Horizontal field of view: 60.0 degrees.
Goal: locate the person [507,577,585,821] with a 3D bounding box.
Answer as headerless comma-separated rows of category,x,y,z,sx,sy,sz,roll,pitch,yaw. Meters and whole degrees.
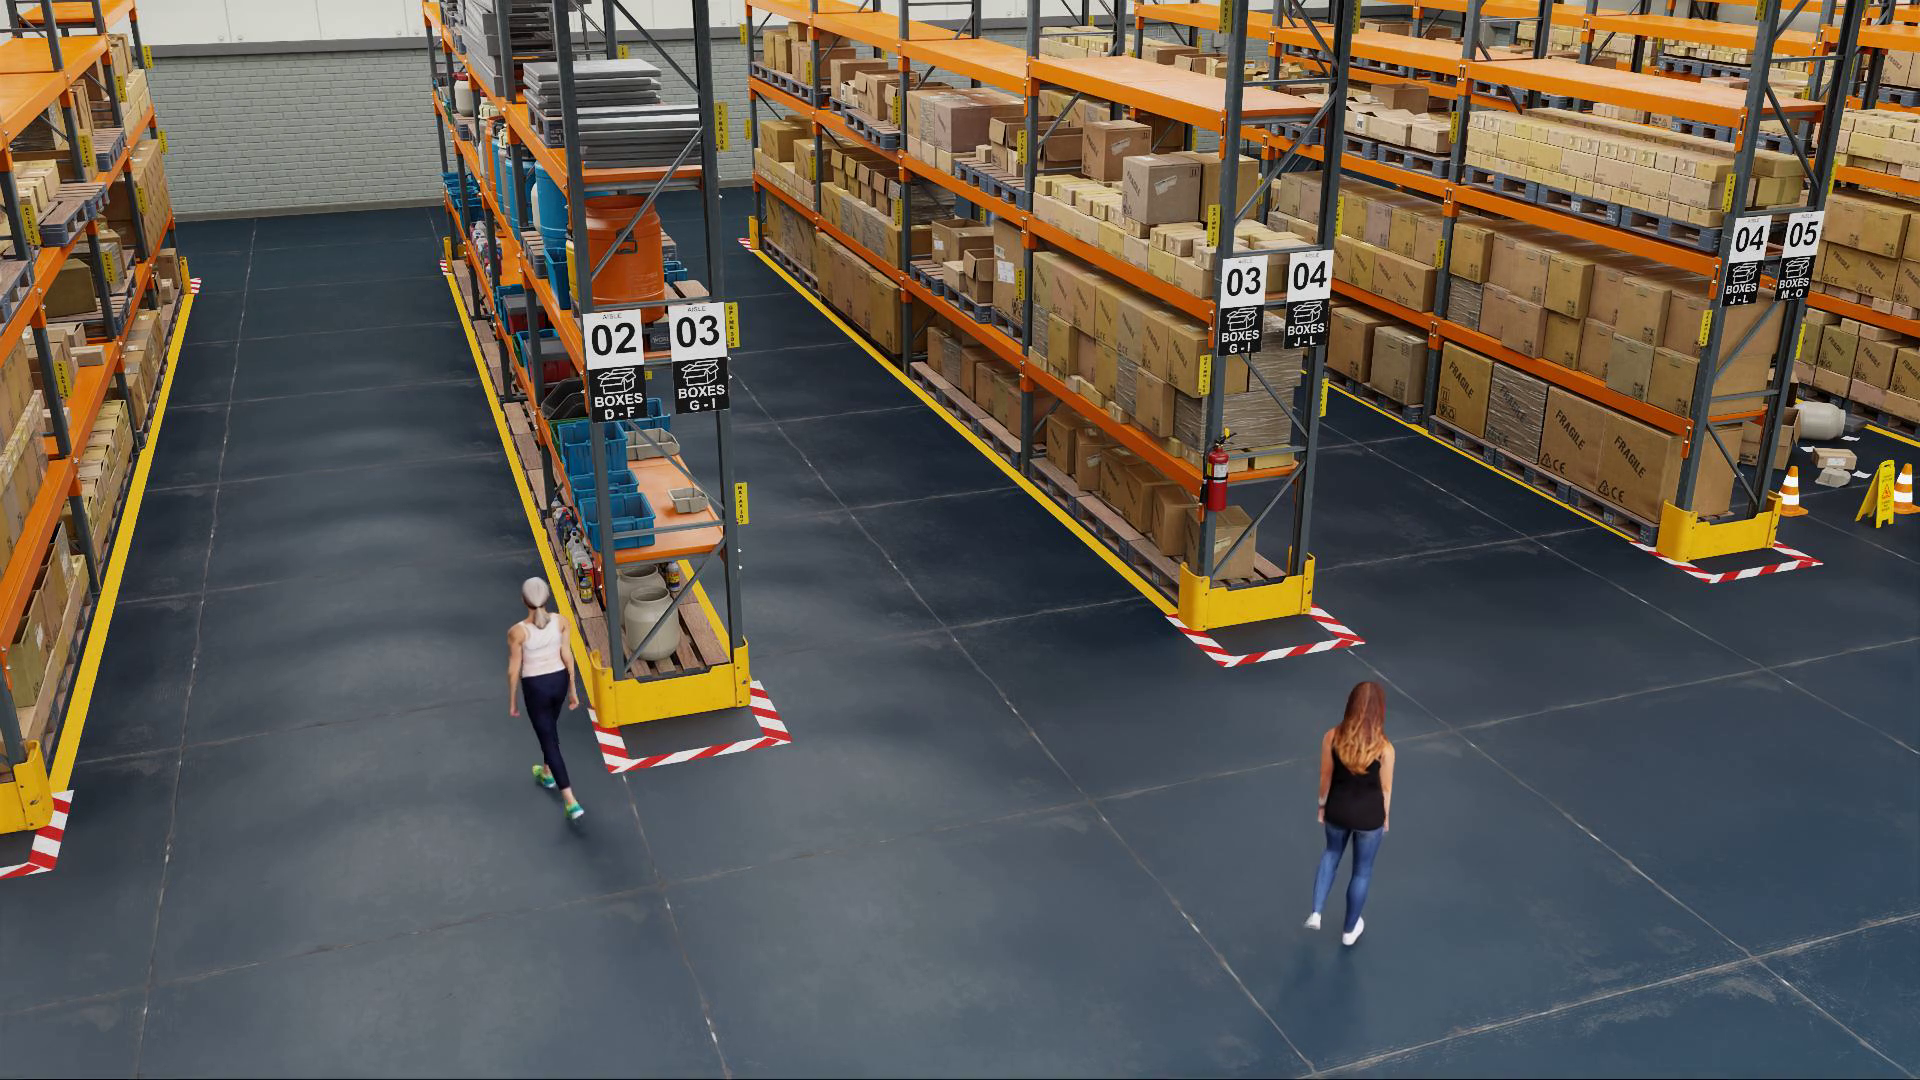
person,-2.755,1.092,11.179,0.829,1.664,1.220,-15,27,-33

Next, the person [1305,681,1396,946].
person,2.287,1.652,9.747,0.756,1.713,0.810,14,26,30
